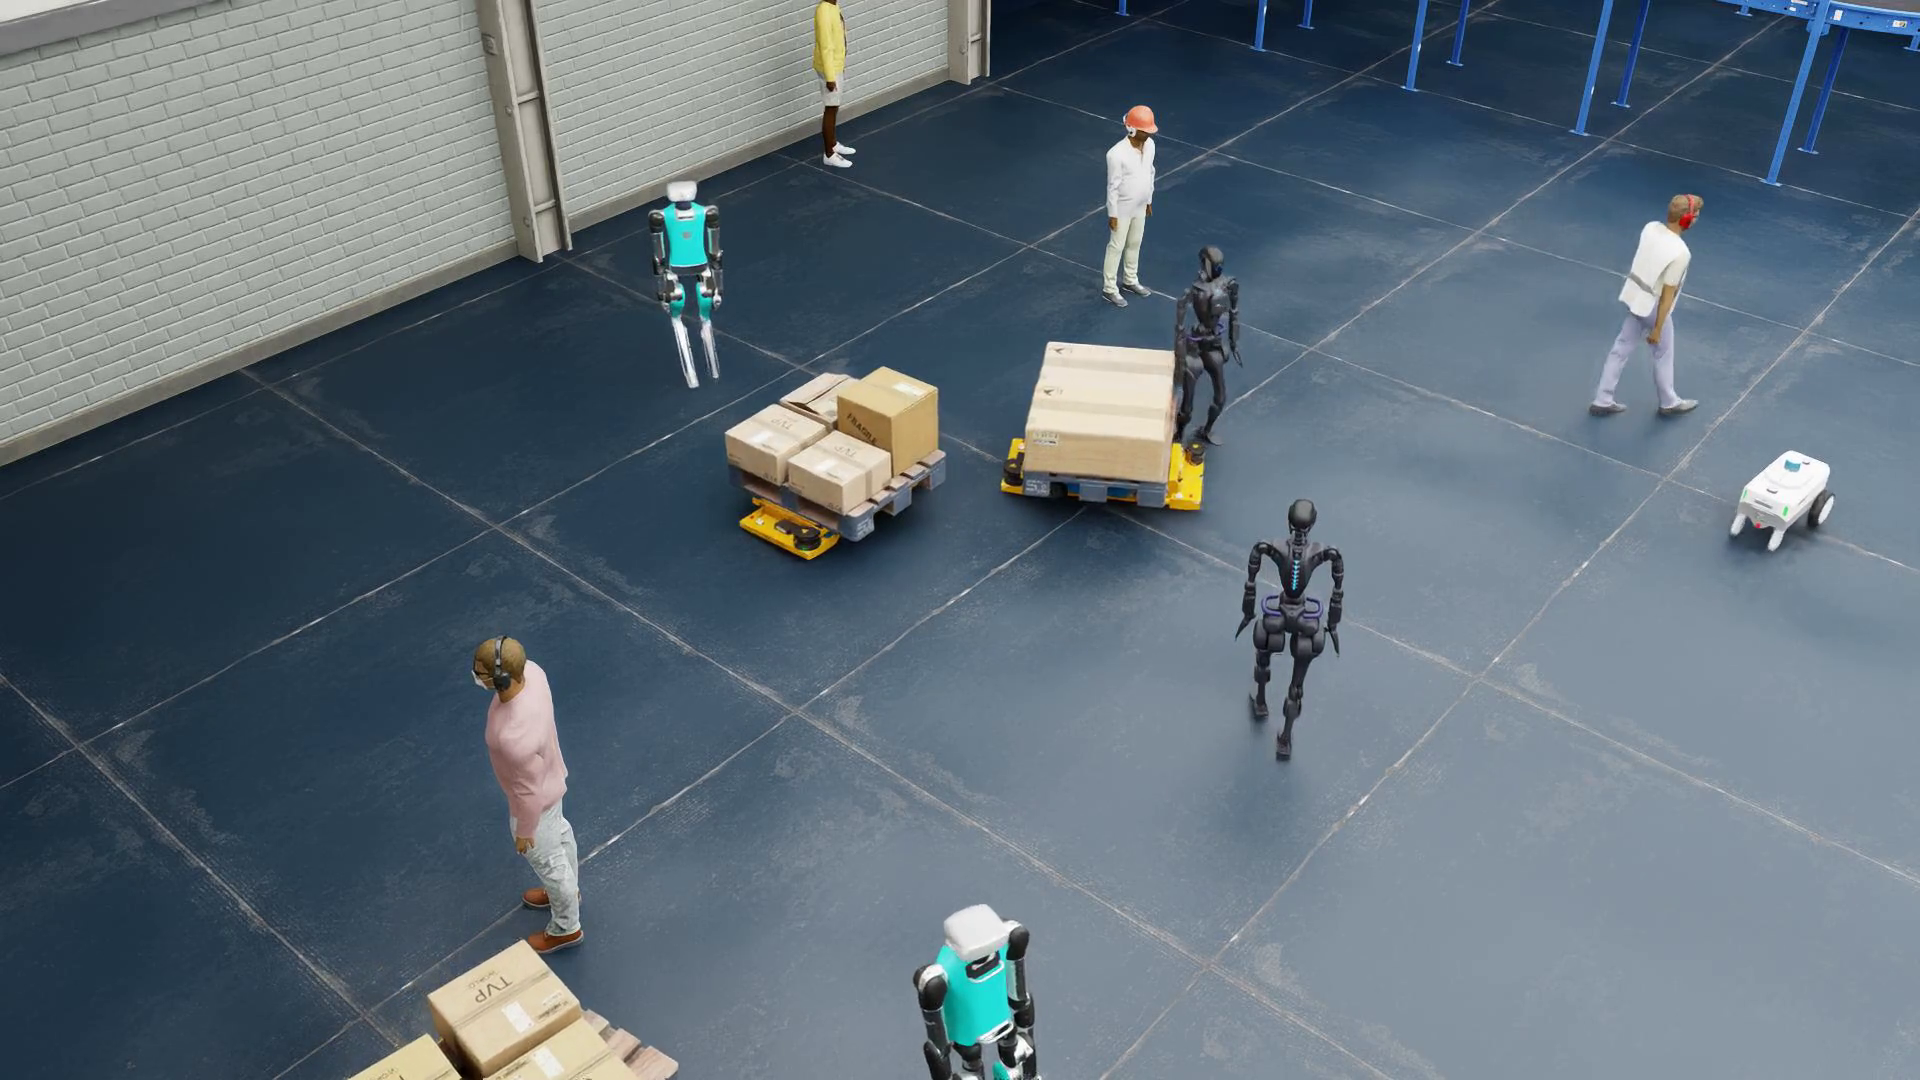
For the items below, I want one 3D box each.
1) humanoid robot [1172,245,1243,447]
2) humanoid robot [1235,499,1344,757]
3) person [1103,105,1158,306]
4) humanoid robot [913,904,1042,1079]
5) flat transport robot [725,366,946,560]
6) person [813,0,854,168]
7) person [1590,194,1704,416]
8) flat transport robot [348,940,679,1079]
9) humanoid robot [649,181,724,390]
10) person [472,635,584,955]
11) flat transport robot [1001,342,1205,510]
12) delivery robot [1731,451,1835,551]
[{"bbox_3d":[1.792,-1.386,12.118,0.583,1.639,0.330,-18,39,-24],"label":"humanoid robot"},{"bbox_3d":[1.902,0.445,9.556,0.603,1.641,0.622,6,36,8],"label":"humanoid robot"},{"bbox_3d":[1.460,-2.842,14.105,0.564,1.743,0.351,-30,45,-35],"label":"person"},{"bbox_3d":[0.226,2.346,6.850,0.534,1.792,0.840,-24,42,-30],"label":"humanoid robot"},{"bbox_3d":[-0.847,-0.357,11.889,0.659,0.231,1.431,24,42,30],"label":"flat transport robot"},{"bbox_3d":[-1.271,-4.692,16.579,0.375,1.894,0.558,3,36,4],"label":"person"},{"bbox_3d":[5.307,-1.749,12.512,0.841,1.810,0.570,-6,36,-9],"label":"person"},{"bbox_3d":[-2.045,2.751,7.525,1.431,0.231,0.659,21,41,27],"label":"flat transport robot"},{"bbox_3d":[-2.106,-1.984,12.944,0.533,1.841,0.655,-8,36,-10],"label":"humanoid robot"},{"bbox_3d":[-2.117,1.249,8.198,0.373,1.939,0.628,-5,36,-7],"label":"person"},{"bbox_3d":[1.051,-0.525,12.125,1.431,0.231,0.659,5,36,8],"label":"flat transport robot"},{"bbox_3d":[5.726,-0.317,11.577,0.767,0.583,0.499,-29,45,-34],"label":"delivery robot"}]
